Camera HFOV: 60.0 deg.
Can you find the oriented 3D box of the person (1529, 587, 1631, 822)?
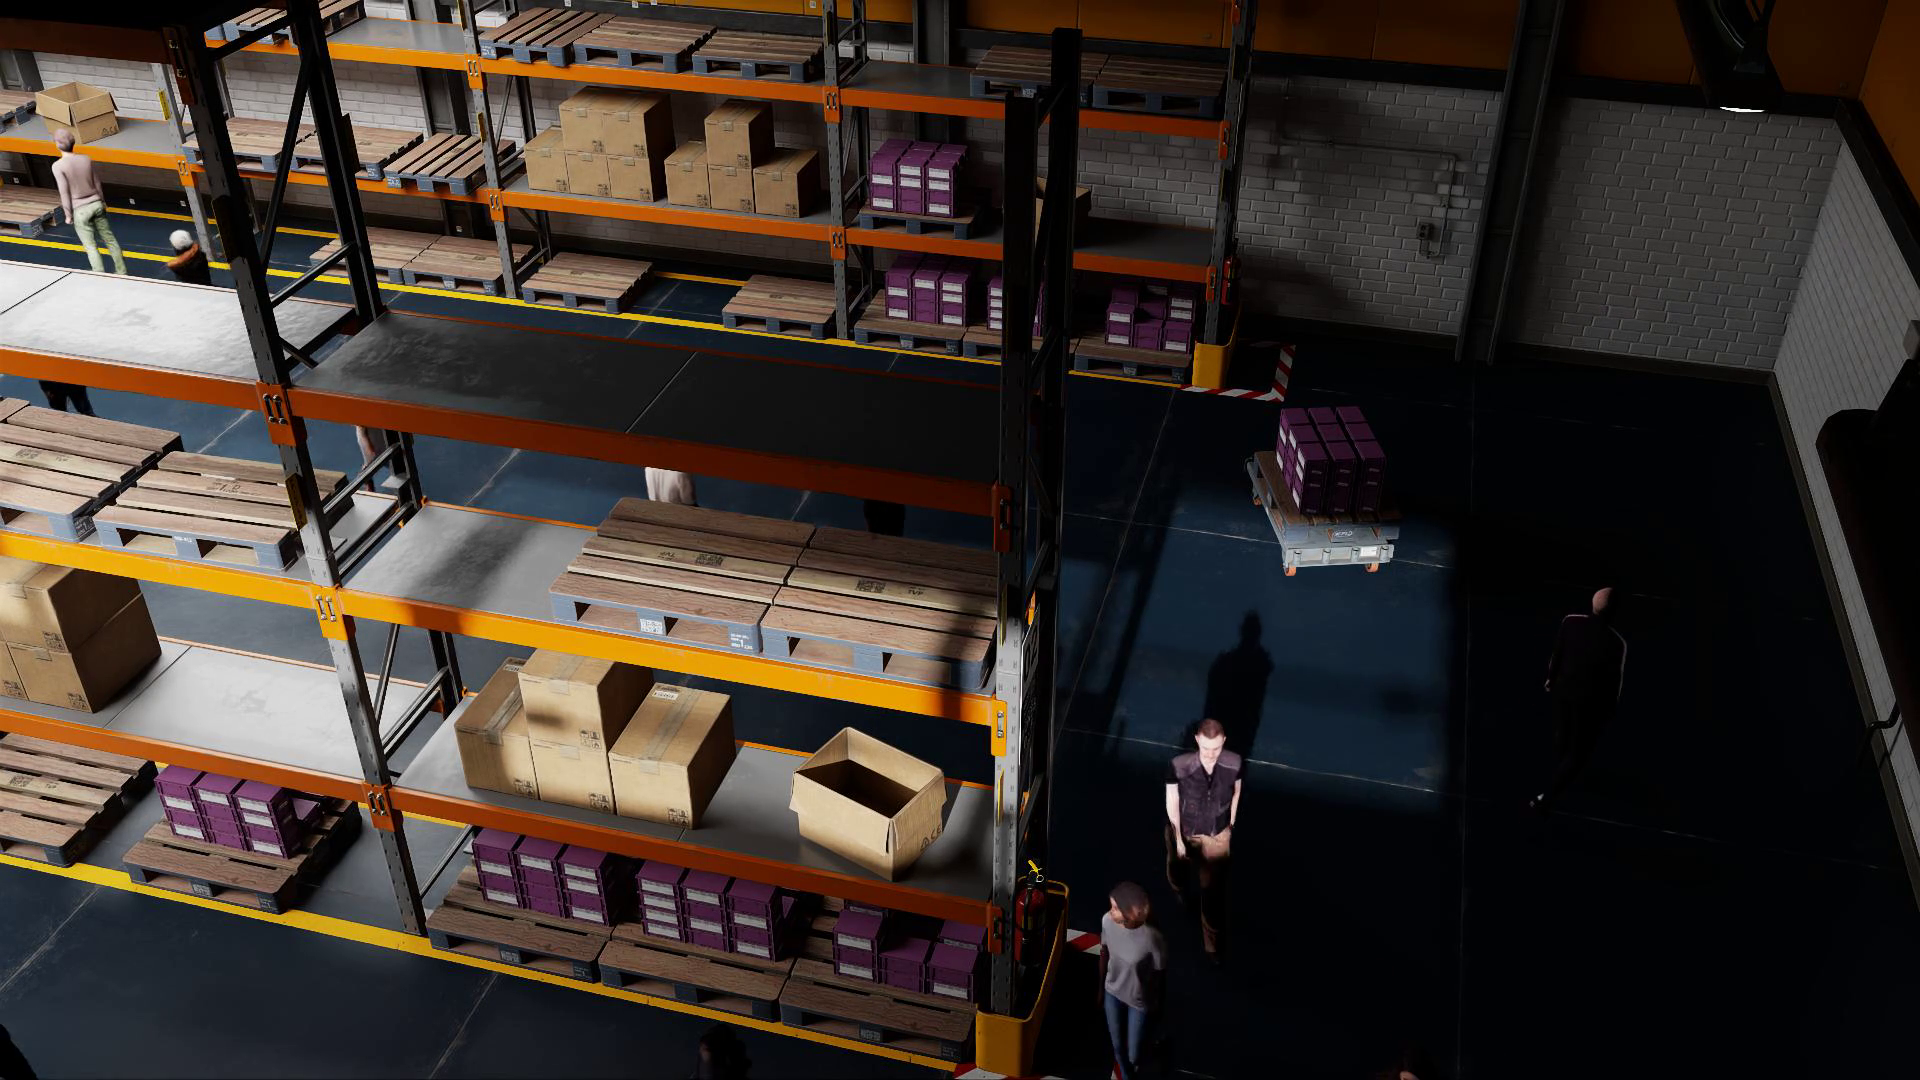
[{"bbox_3d":[4.275,1.145,11.564,1.162,1.809,1.187,-24,40,-31],"label":"person"}]

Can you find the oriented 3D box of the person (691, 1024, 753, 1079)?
[{"bbox_3d":[-1.254,3.188,8.469,1.198,1.833,1.020,-5,34,-7],"label":"person"}]

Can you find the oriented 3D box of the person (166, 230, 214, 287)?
[{"bbox_3d":[-7.711,-2.396,17.082,1.141,1.597,0.842,19,38,26],"label":"person"}]

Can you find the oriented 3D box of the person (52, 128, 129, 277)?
[{"bbox_3d":[-9.894,-3.734,18.847,0.681,1.872,0.737,17,37,24],"label":"person"}]

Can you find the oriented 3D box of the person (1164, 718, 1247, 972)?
[{"bbox_3d":[1.505,1.761,10.659,1.157,1.785,0.919,0,34,0],"label":"person"}]

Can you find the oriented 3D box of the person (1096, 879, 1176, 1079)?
[{"bbox_3d":[1.016,2.573,9.512,0.812,1.702,0.824,23,40,30],"label":"person"}]

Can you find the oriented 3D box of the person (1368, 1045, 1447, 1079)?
[{"bbox_3d":[2.276,3.157,8.741,0.887,1.583,0.806,0,34,0],"label":"person"}]
